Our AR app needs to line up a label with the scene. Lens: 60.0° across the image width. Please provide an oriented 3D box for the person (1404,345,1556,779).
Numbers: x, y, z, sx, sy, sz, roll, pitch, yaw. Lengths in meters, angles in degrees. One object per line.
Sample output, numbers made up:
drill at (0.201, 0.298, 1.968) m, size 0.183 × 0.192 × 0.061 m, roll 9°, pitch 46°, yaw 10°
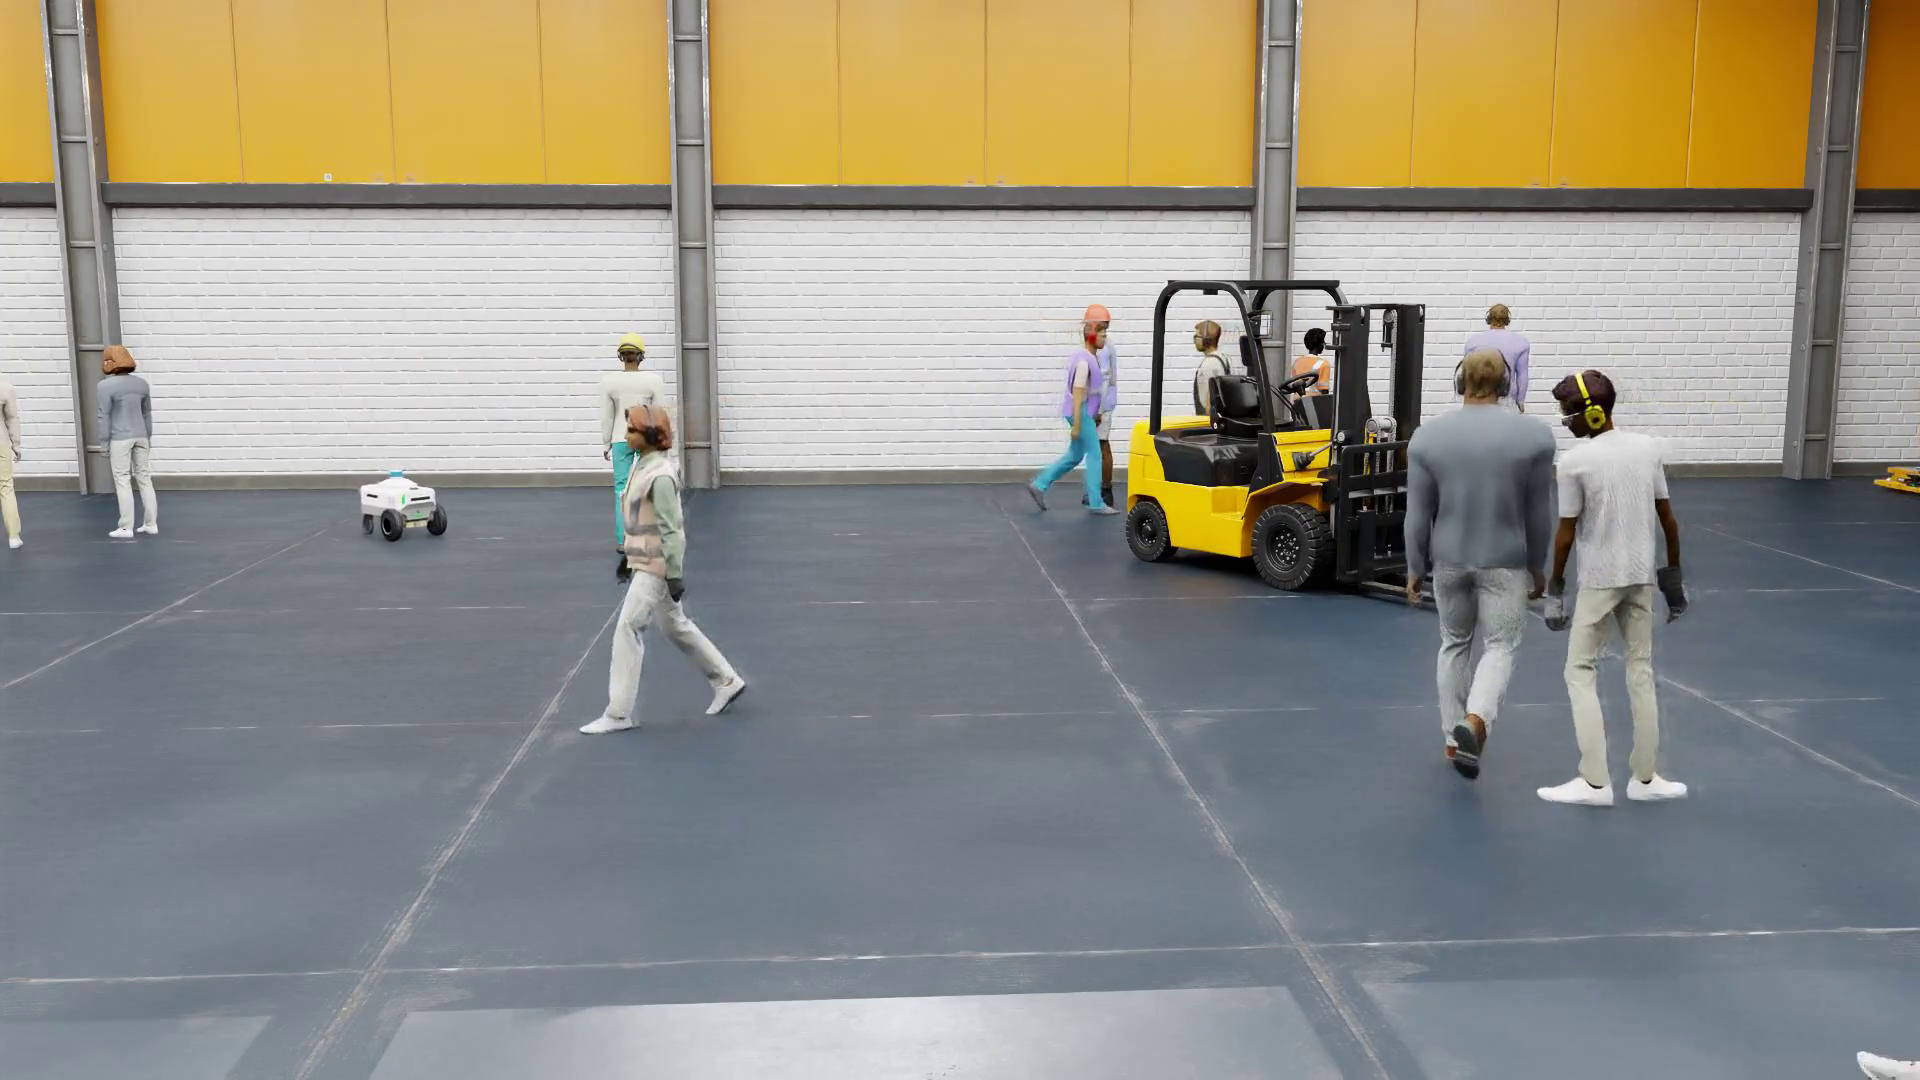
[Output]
person at (2.248, 0.106, 7.286) m, size 0.622 × 1.916 × 0.714 m, roll 4°, pitch 10°, yaw 26°

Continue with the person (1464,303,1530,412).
person at (5.330, -1.387, 16.588) m, size 0.629 × 1.940 × 0.378 m, roll 2°, pitch 9°, yaw 11°

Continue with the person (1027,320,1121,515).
person at (1.052, -1.131, 15.389) m, size 0.825 × 1.815 × 0.574 m, roll 1°, pitch 9°, yaw 6°

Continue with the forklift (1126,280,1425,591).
forklift at (2.301, -0.860, 12.475) m, size 1.214 × 2.155 × 2.313 m, roll -6°, pitch 11°, yaw -35°

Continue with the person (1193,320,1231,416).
person at (2.125, -0.961, 14.243) m, size 0.406 × 1.831 × 0.501 m, roll 5°, pitch 10°, yaw 28°

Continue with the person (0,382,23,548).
person at (-7.854, -0.729, 13.409) m, size 0.507 × 1.631 × 0.266 m, roll -7°, pitch 11°, yaw -36°

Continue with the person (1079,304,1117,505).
person at (1.324, -1.299, 16.039) m, size 0.373 × 1.934 × 0.551 m, roll 1°, pitch 9°, yaw 9°

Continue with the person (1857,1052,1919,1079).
person at (2.754, 0.724, 4.045) m, size 0.877 × 1.694 × 0.511 m, roll 4°, pitch 10°, yaw 22°

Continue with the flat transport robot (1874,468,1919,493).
flat transport robot at (10.217, -0.620, 16.987) m, size 1.431 × 0.197 × 0.652 m, roll -1°, pitch 9°, yaw -5°

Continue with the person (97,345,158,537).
person at (-7.069, -0.836, 14.117) m, size 0.293 × 1.623 × 0.494 m, roll 4°, pitch 10°, yaw 23°

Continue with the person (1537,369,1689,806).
person at (2.788, 0.201, 6.983) m, size 0.689 × 1.833 × 0.337 m, roll -2°, pitch 9°, yaw -12°

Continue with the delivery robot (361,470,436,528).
delivery robot at (-4.772, -0.351, 14.116) m, size 0.707 × 0.478 × 0.477 m, roll 8°, pitch 12°, yaw 40°

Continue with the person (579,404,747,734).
person at (-1.449, 0.124, 8.152) m, size 0.822 × 1.602 × 0.512 m, roll -3°, pitch 10°, yaw -18°

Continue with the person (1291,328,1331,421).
person at (3.541, -1.296, 16.807) m, size 0.321 × 1.691 × 0.532 m, roll -5°, pitch 10°, yaw -29°

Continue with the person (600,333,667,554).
person at (-2.586, -0.762, 13.232) m, size 0.523 × 1.760 × 0.325 m, roll -1°, pitch 9°, yaw -4°
